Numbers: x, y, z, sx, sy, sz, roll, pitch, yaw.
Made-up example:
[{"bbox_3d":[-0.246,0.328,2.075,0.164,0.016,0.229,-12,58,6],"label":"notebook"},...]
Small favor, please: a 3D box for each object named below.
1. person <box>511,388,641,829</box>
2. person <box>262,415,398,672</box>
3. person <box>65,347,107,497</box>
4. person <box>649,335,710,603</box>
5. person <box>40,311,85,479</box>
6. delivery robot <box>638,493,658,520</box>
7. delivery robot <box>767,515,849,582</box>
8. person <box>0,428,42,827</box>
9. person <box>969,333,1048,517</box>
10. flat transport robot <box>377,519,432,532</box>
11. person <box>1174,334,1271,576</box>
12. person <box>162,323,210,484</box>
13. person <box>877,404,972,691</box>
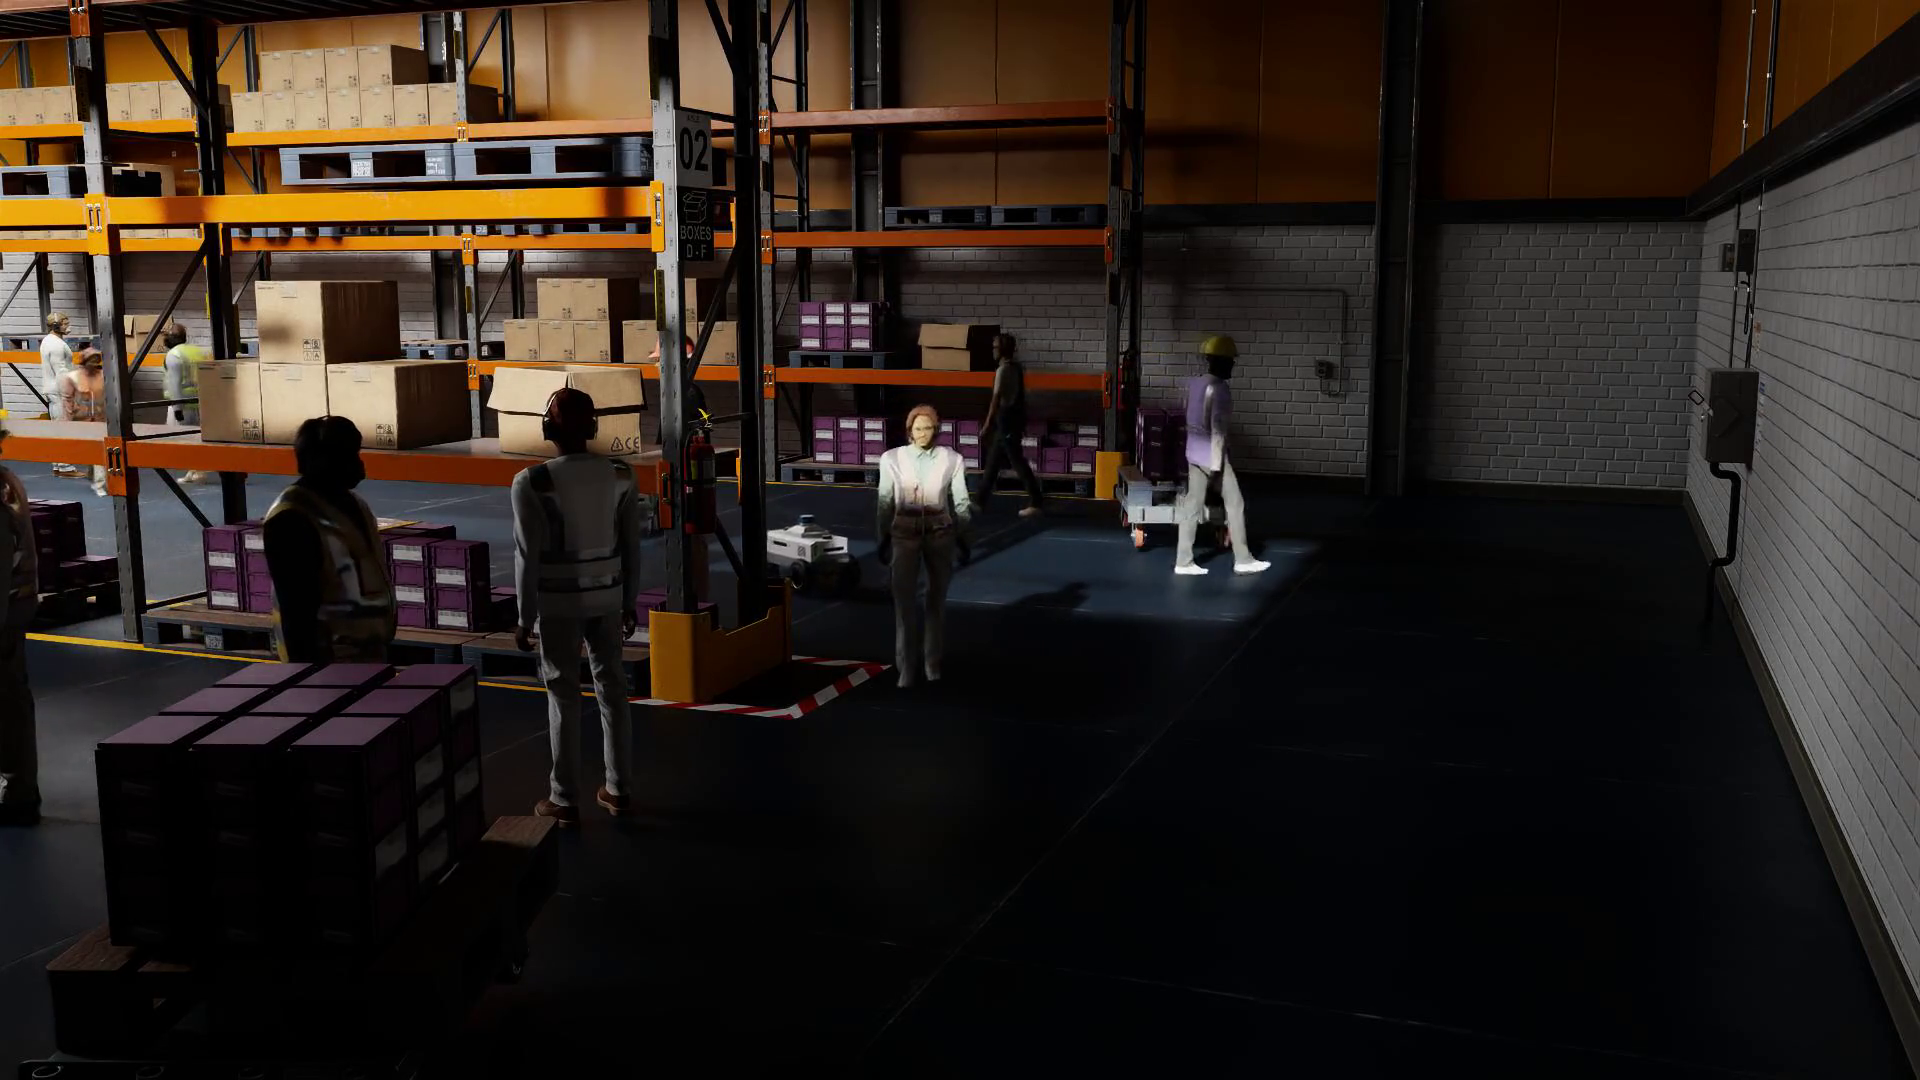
[{"bbox_3d":[-1.636,0.291,7.130,0.575,1.882,0.355,-7,12,-38],"label":"person"},{"bbox_3d":[-2.342,0.448,6.271,0.429,1.841,0.633,0,9,1],"label":"person"},{"bbox_3d":[-9.357,-1.289,17.956,0.539,1.598,0.810,-5,10,-29],"label":"person"},{"bbox_3d":[-1.823,-0.368,10.912,0.384,1.996,0.610,0,9,-3],"label":"person"},{"bbox_3d":[-10.414,-1.672,19.277,0.373,1.940,0.628,-7,12,-38],"label":"person"},{"bbox_3d":[-2.960,-0.386,15.236,0.477,0.478,0.707,-1,9,-7],"label":"delivery robot"},{"bbox_3d":[-1.144,0.055,12.470,0.477,0.478,0.707,-7,11,-38],"label":"delivery robot"},{"bbox_3d":[-4.176,0.313,7.143,0.404,1.829,0.602,-4,10,-25],"label":"person"},{"bbox_3d":[0.440,-1.118,16.265,0.959,1.801,0.536,2,9,14],"label":"person"},{"bbox_3d":[-5.306,-0.061,14.378,1.431,0.197,0.652,4,10,24],"label":"flat transport robot"},{"bbox_3d":[2.064,-0.655,13.048,0.857,1.894,0.593,-4,10,-22],"label":"person"},{"bbox_3d":[-8.665,-1.511,18.633,0.463,1.830,0.642,1,9,4],"label":"person"},{"bbox_3d":[-0.195,0.047,9.456,0.539,1.615,0.634,-1,9,-5],"label":"person"}]
